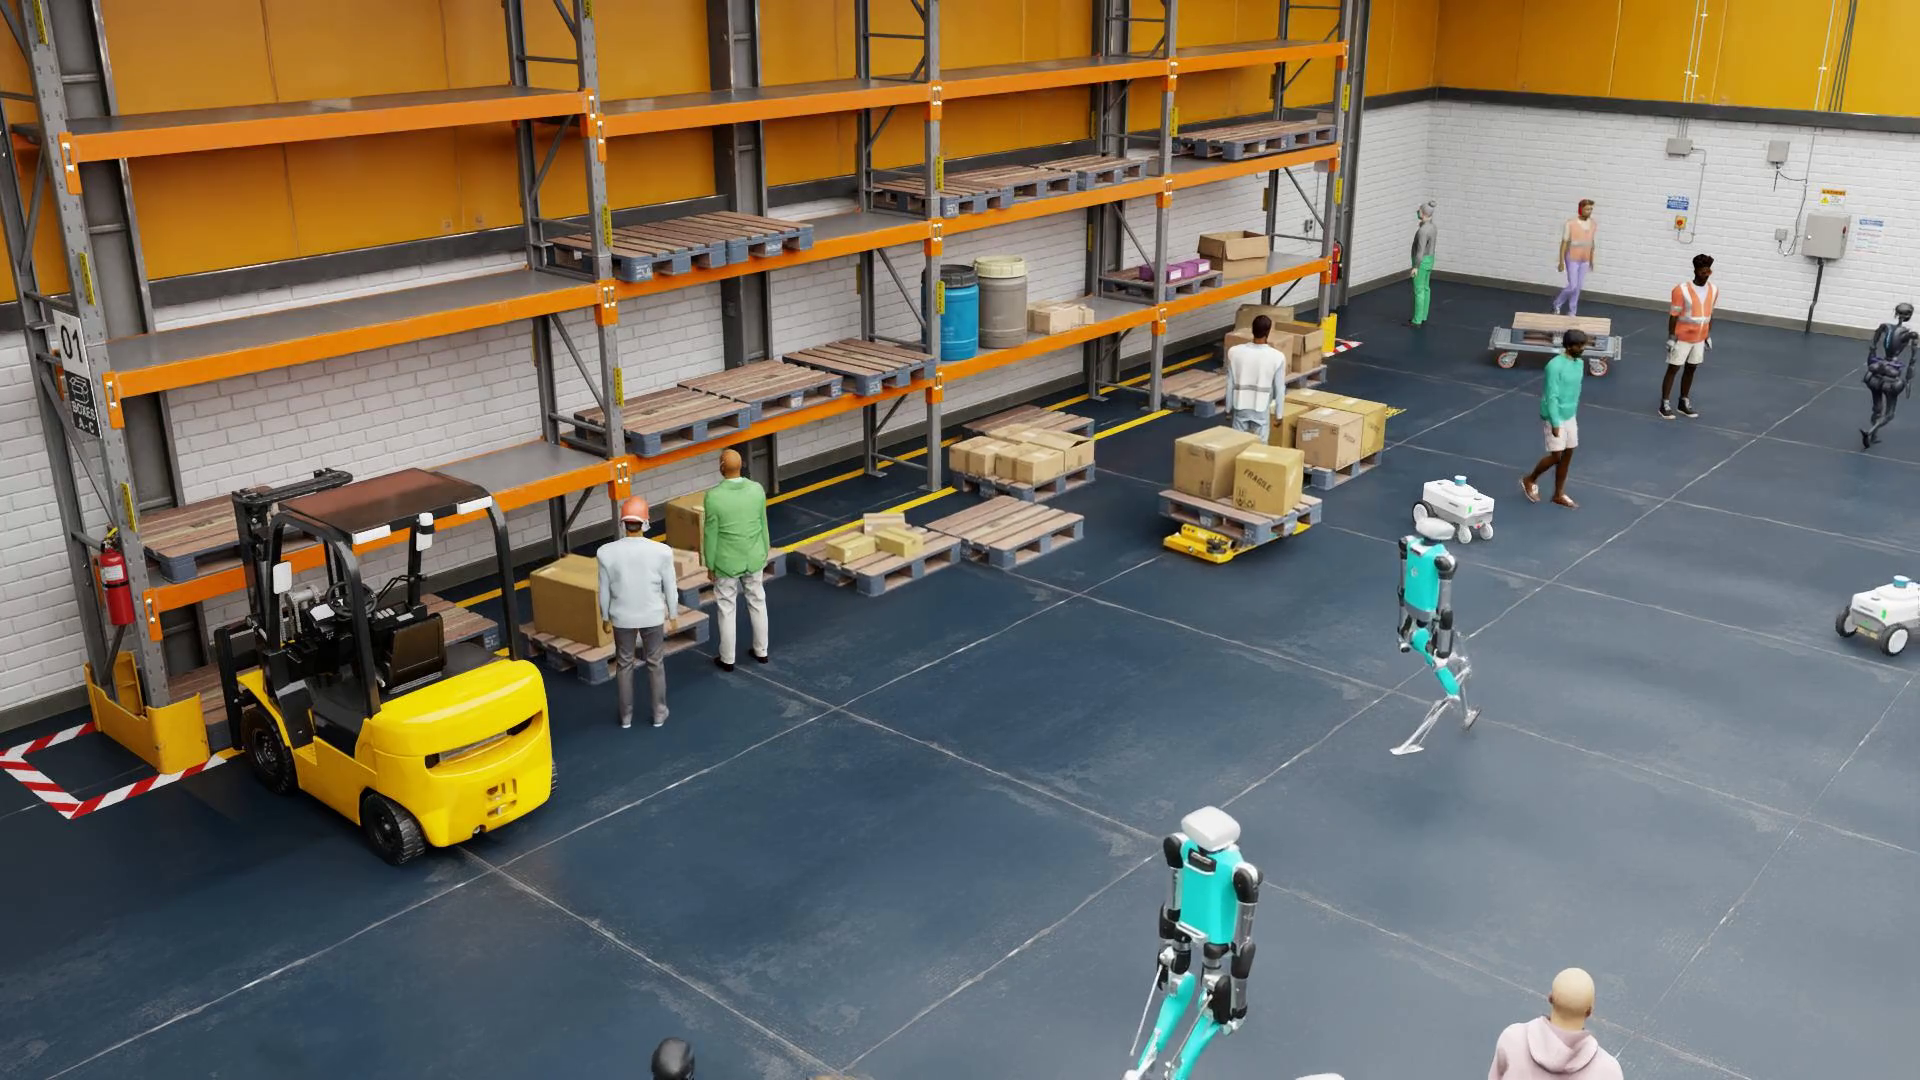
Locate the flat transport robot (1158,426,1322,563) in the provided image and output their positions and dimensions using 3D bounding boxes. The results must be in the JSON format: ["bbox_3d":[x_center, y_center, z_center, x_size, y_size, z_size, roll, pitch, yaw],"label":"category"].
[{"bbox_3d":[2.649,-0.109,15.846,1.431,0.231,0.659,-18,27,-40],"label":"flat transport robot"}]

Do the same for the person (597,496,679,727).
[{"bbox_3d":[-2.315,0.524,12.010,0.572,1.738,0.348,-3,20,-8],"label":"person"}]

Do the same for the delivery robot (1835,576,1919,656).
[{"bbox_3d":[7.583,0.601,13.538,0.796,0.614,0.499,-9,22,-22],"label":"delivery robot"}]

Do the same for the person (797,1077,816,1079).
[{"bbox_3d":[-0.434,2.704,5.850,0.577,1.918,0.647,-11,23,-27],"label":"person"}]

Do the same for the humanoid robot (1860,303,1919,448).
[{"bbox_3d":[10.269,-1.836,18.515,0.555,1.643,0.597,-10,23,-26],"label":"humanoid robot"}]

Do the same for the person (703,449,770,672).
[{"bbox_3d":[-1.731,0.156,12.955,0.545,1.777,0.385,-12,23,-29],"label":"person"}]

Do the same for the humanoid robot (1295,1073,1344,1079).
[{"bbox_3d":[0.982,2.763,6.015,1.027,1.752,0.557,-6,21,-16],"label":"humanoid robot"}]

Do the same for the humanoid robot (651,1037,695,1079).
[{"bbox_3d":[-1.105,2.643,6.398,0.604,1.646,0.545,-3,21,-9],"label":"humanoid robot"}]

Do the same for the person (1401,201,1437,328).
[{"bbox_3d":[6.704,-4.014,24.163,0.341,1.839,0.511,13,24,32],"label":"person"}]

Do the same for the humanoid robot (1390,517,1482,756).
[{"bbox_3d":[3.498,0.647,11.697,0.959,1.767,0.532,-8,22,-21],"label":"humanoid robot"}]

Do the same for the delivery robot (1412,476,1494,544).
[{"bbox_3d":[4.779,-0.318,16.022,0.499,0.609,0.813,-9,22,-24],"label":"delivery robot"}]

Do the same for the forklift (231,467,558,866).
[{"bbox_3d":[-3.730,0.710,10.856,2.313,2.155,1.214,17,26,38],"label":"forklift"}]

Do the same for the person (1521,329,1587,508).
[{"bbox_3d":[5.985,-1.215,16.592,0.513,1.837,0.449,-12,23,-30],"label":"person"}]

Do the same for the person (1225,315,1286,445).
[{"bbox_3d":[2.964,-1.321,16.773,0.603,1.905,0.418,7,21,18],"label":"person"}]

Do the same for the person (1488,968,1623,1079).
[{"bbox_3d":[2.316,2.498,6.610,0.536,1.776,0.412,13,24,31],"label":"person"}]

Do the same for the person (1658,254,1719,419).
[{"bbox_3d":[8.616,-2.407,19.625,0.607,1.964,0.369,-5,21,-14],"label":"person"}]

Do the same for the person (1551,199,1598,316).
[{"bbox_3d":[9.028,-4.075,24.331,0.558,1.833,0.444,-9,22,-24],"label":"person"}]

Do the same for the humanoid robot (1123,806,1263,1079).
[{"bbox_3d":[0.920,2.172,7.622,0.877,1.825,0.546,-17,26,-38],"label":"humanoid robot"}]
